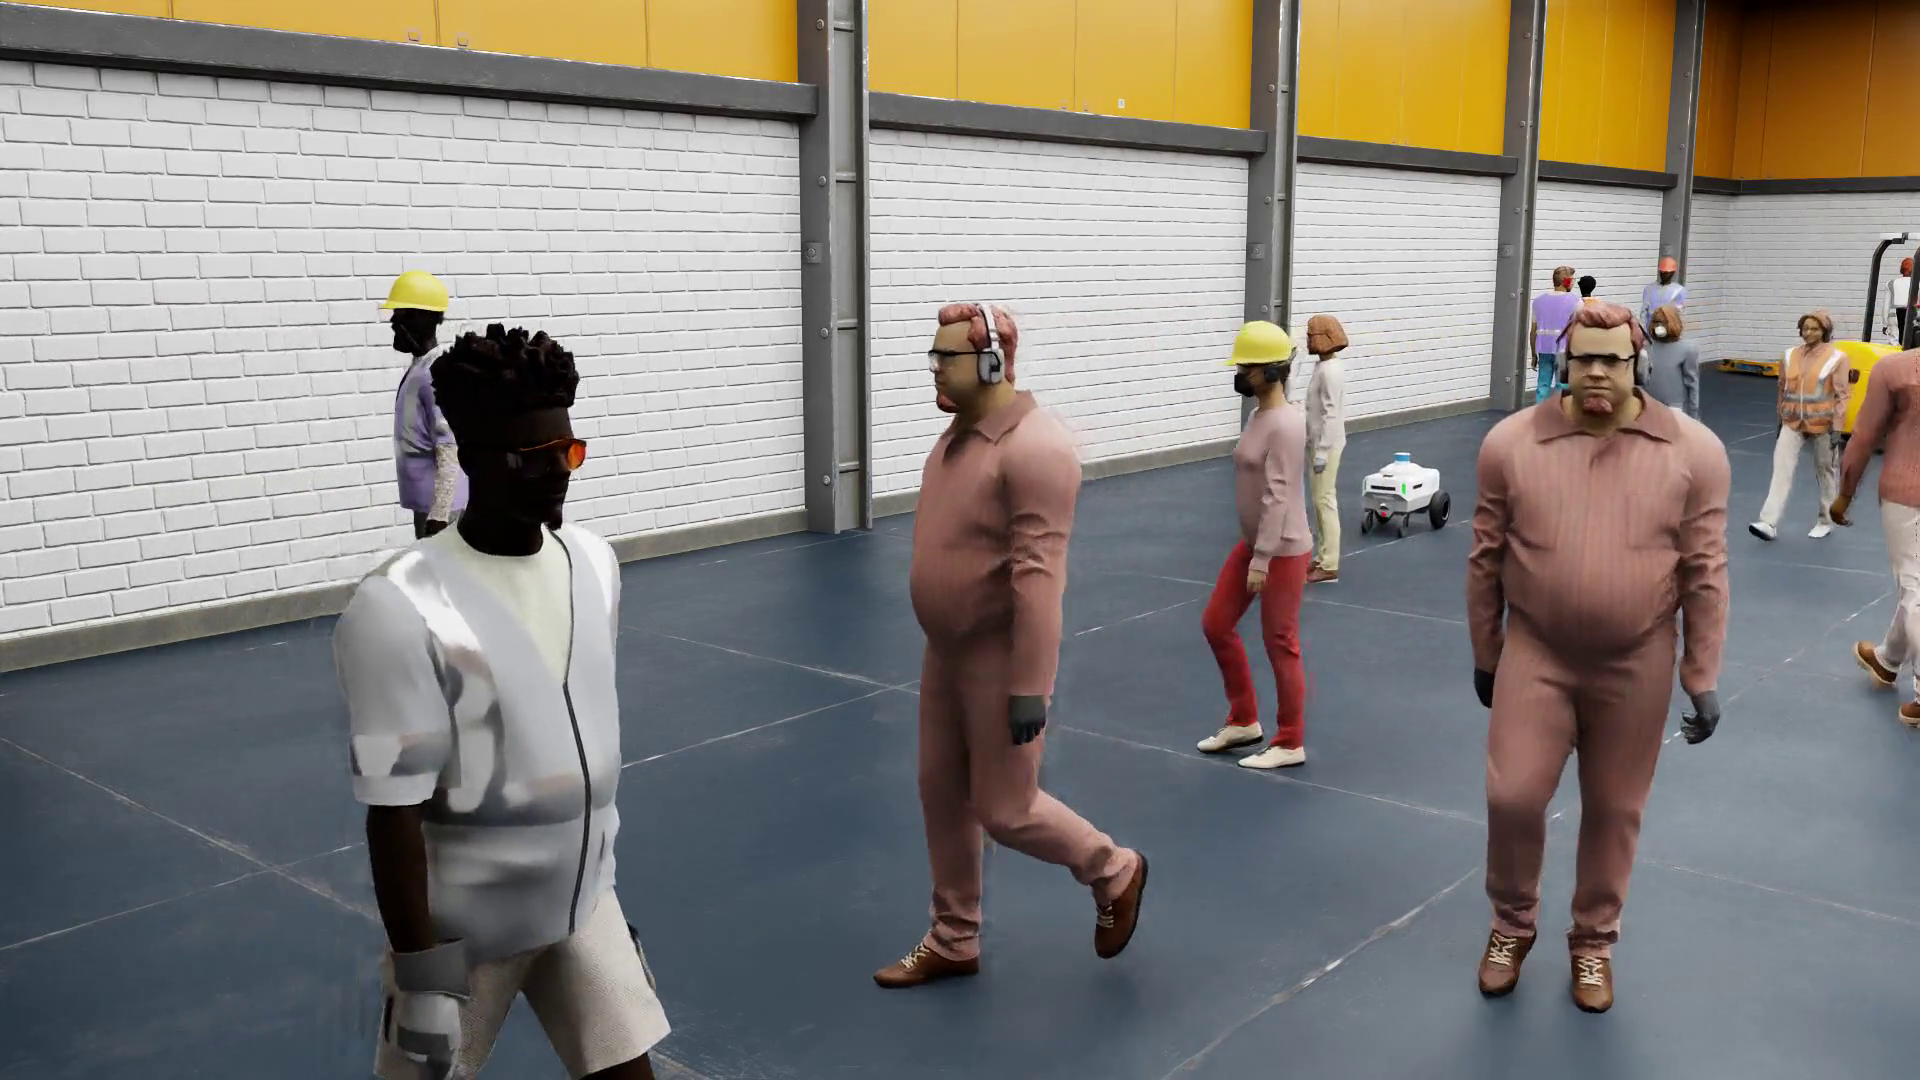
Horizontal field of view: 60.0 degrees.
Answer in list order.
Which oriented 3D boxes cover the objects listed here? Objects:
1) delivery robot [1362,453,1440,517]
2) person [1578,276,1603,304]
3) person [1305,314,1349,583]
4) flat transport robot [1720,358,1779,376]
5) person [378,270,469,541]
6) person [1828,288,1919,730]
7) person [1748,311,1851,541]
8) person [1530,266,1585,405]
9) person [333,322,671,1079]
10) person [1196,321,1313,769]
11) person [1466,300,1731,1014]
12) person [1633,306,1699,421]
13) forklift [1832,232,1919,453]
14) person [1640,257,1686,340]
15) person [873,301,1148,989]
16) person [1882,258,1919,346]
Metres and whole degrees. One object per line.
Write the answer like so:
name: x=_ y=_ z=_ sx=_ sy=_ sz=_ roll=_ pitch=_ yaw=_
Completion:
delivery robot: x=3.173 y=-0.384 z=11.953 sx=0.477 sy=0.478 sz=0.707 roll=7 pitch=12 yaw=35
person: x=7.701 y=-2.412 z=20.537 sx=0.534 sy=1.694 sz=0.318 roll=3 pitch=10 yaw=16
person: x=2.205 y=-0.554 z=10.120 sx=0.271 sy=1.631 sz=0.509 roll=1 pitch=10 yaw=8
flat transport robot: x=12.909 y=-2.776 z=26.644 sx=0.652 sy=0.197 sz=1.431 roll=-2 pitch=10 yaw=-9
person: x=-2.285 y=-0.189 z=7.192 sx=0.352 sy=1.929 sz=0.594 roll=-4 pitch=11 yaw=-23
person: x=4.174 y=-0.204 z=7.249 sx=0.610 sy=1.938 sz=1.025 roll=0 pitch=10 yaw=0
person: x=5.827 y=-0.769 z=11.440 sx=0.899 sy=1.586 sz=0.533 roll=-7 pitch=12 yaw=-36
person: x=6.119 y=-1.885 z=17.099 sx=0.384 sy=1.841 sz=0.565 roll=-8 pitch=13 yaw=-40
person: x=-0.769 y=0.591 z=2.829 sx=1.034 sy=1.912 sz=0.618 roll=6 pitch=12 yaw=32
person: x=1.128 y=0.041 z=6.417 sx=0.523 sy=1.751 sz=0.526 roll=-2 pitch=10 yaw=-9
person: x=1.660 y=0.327 z=4.379 sx=0.653 sy=1.893 sz=0.475 roll=4 pitch=11 yaw=19
person: x=5.376 y=-0.993 z=12.789 sx=0.841 sy=1.567 sz=0.491 roll=-8 pitch=13 yaw=-38
forklift: x=9.955 y=-1.972 z=16.595 sx=2.313 sy=2.155 sz=1.214 roll=1 pitch=10 yaw=8
person: x=9.528 y=-2.876 z=22.552 sx=0.558 sy=1.915 sz=0.746 roll=7 pitch=12 yaw=36
person: x=0.139 y=0.300 z=4.513 sx=0.679 sy=1.892 sz=0.648 roll=-5 pitch=11 yaw=-27
person: x=13.632 y=-3.122 z=24.017 sx=0.573 sy=1.887 sz=0.355 roll=10 pitch=14 yaw=44
